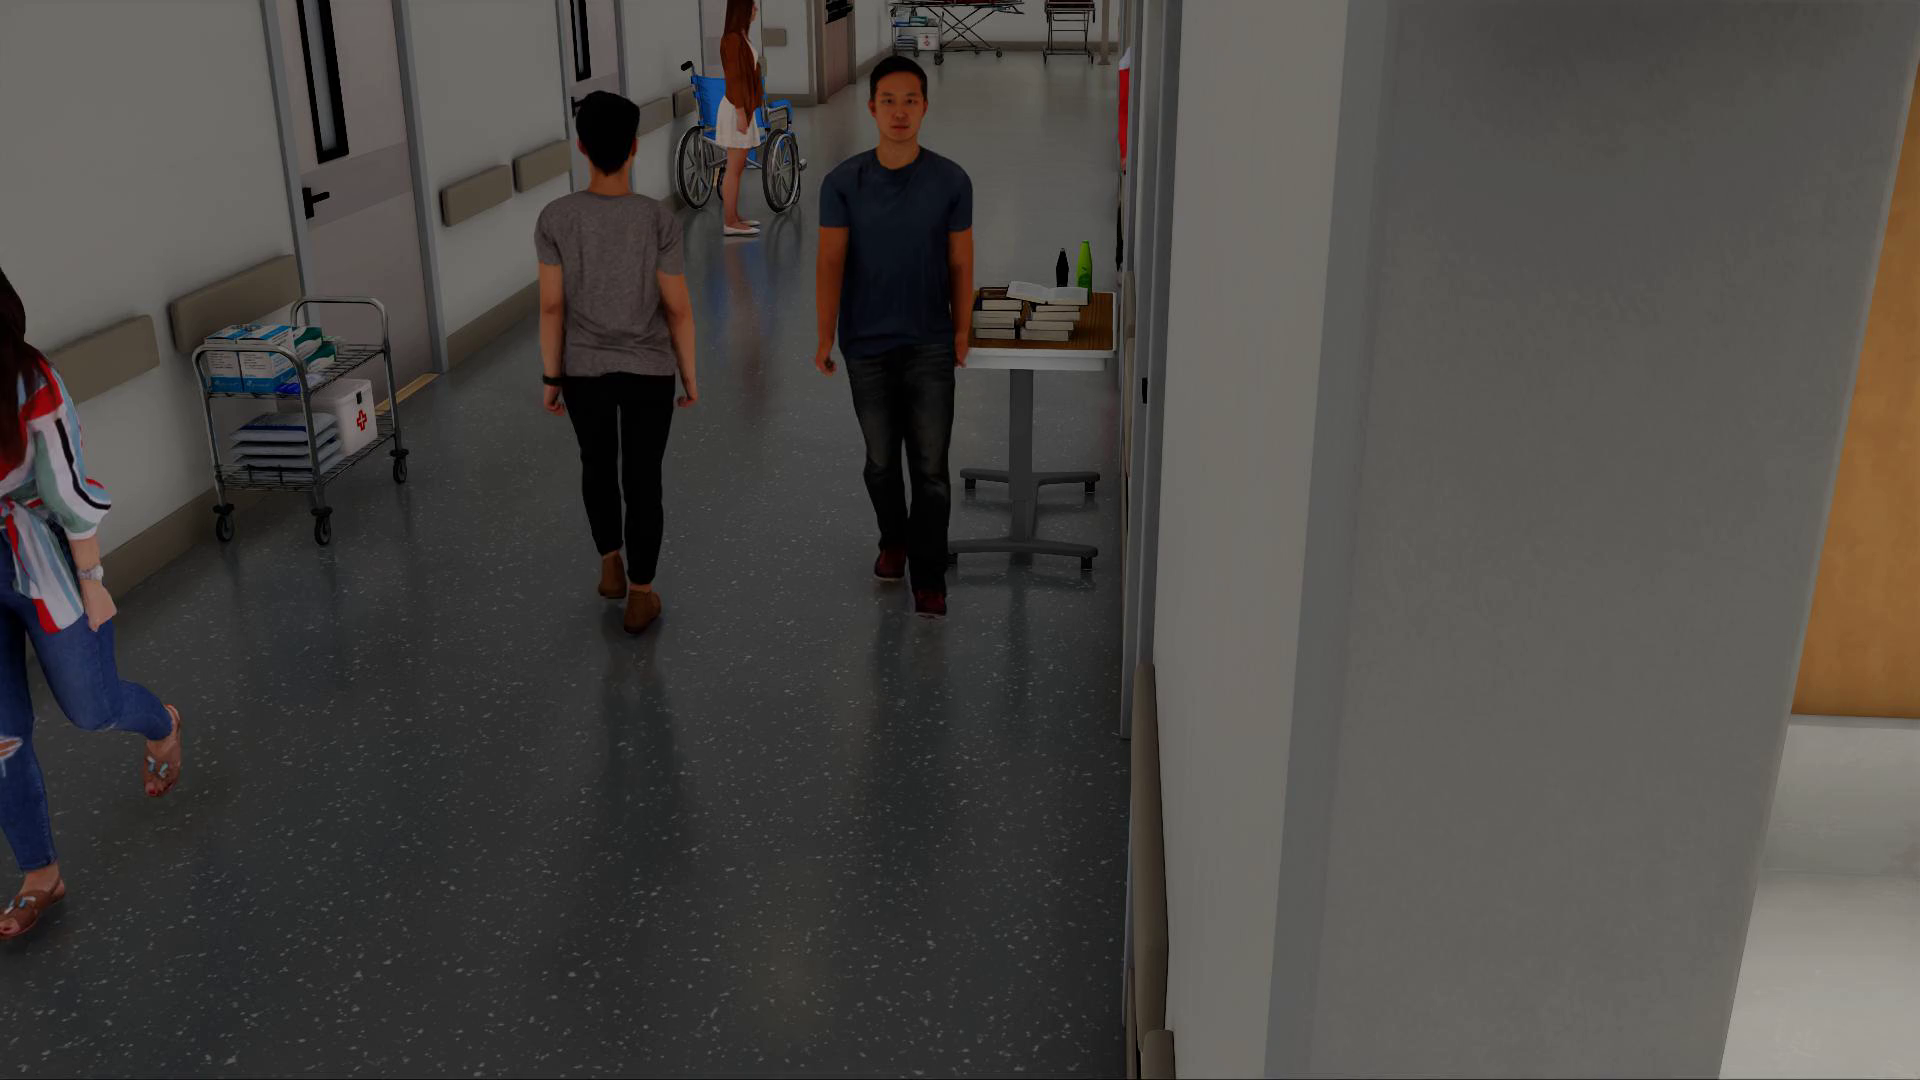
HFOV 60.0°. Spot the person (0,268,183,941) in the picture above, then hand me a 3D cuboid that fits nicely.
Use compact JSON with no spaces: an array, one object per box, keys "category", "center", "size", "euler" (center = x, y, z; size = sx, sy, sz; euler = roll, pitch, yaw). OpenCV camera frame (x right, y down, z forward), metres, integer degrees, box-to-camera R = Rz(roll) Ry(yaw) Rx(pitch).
[{"category":"person","center":[-2.128,0.070,3.857],"size":[0.644,1.589,0.985],"euler":[0,21,0]}]

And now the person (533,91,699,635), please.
[{"category":"person","center":[-1.091,-0.511,5.218],"size":[0.652,1.710,0.641],"euler":[0,21,-1]}]

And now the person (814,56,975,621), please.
[{"category":"person","center":[-0.214,-0.678,5.561],"size":[0.698,1.780,0.996],"euler":[1,21,2]}]

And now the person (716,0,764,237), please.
[{"category":"person","center":[-1.618,-3.090,12.025],"size":[0.686,1.713,0.544],"euler":[-1,21,-3]}]
